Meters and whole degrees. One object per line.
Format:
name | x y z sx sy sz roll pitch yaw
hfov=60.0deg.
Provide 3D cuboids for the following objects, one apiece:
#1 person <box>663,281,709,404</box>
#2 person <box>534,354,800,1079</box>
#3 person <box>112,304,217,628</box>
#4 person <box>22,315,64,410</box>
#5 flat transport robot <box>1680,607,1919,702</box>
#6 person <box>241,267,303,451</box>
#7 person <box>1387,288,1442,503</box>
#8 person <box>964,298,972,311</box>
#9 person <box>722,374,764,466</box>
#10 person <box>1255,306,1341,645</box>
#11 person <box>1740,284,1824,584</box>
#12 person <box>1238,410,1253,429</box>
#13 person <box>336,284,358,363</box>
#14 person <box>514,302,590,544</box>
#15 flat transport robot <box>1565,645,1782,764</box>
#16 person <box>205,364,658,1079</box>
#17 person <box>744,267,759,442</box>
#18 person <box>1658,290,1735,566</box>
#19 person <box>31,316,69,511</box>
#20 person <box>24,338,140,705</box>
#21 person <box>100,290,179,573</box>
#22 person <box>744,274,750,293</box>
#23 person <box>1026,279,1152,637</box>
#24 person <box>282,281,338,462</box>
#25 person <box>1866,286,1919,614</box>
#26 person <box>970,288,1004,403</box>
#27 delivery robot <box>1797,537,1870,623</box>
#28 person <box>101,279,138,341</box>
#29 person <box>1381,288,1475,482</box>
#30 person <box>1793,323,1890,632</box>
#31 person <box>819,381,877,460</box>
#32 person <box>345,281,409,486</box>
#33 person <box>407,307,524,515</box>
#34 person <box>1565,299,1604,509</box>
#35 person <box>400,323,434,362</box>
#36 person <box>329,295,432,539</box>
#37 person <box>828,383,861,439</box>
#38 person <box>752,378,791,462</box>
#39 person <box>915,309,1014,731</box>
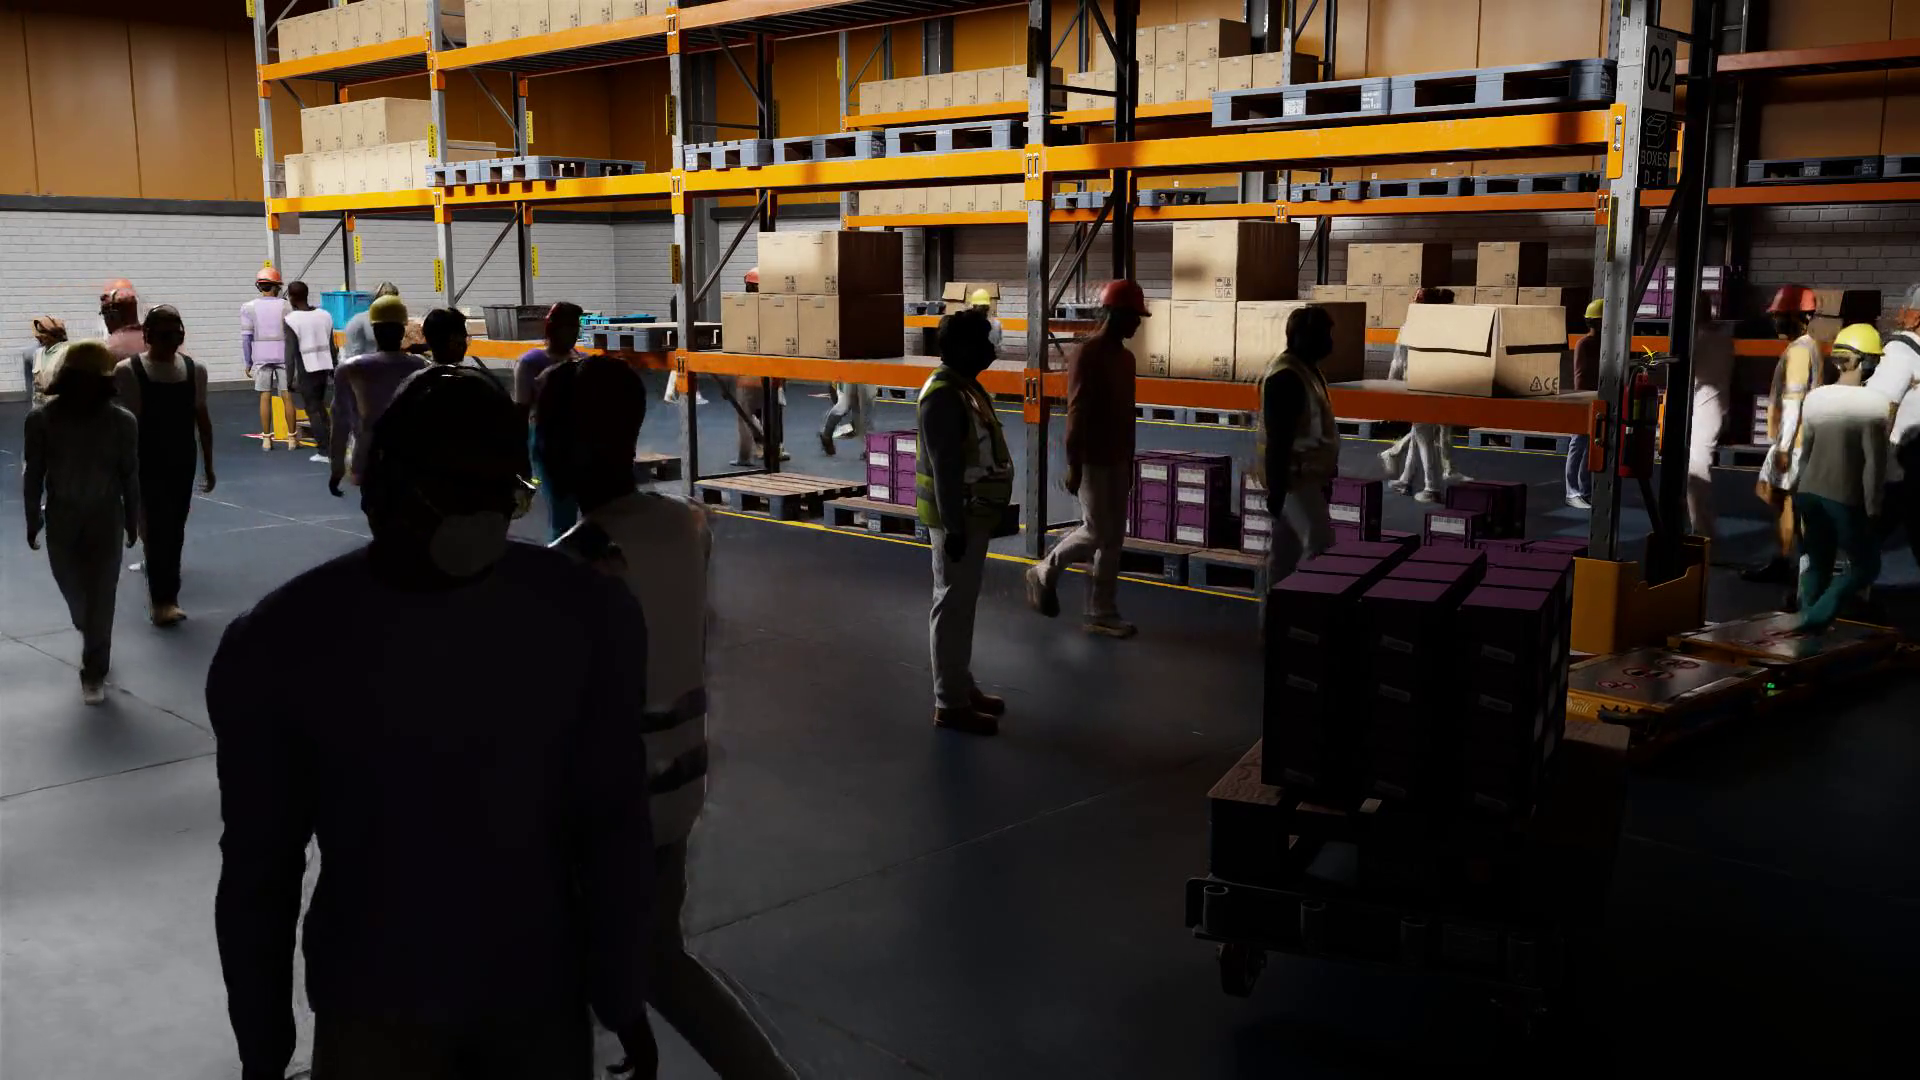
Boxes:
person | -4.126 -2.999 24.853 0.665 1.977 0.550 9 13 43
person | -0.631 0.558 3.357 0.754 1.861 0.596 3 10 20
person | -4.474 -0.418 9.439 0.634 1.819 0.504 8 12 40
person | -8.266 -1.233 15.105 0.500 1.608 0.768 -1 9 -5
flat transport robot | 4.126 0.550 8.249 1.431 0.197 0.652 -7 11 -35
person | -7.648 -2.010 18.533 0.614 2.039 0.384 -3 10 -17
person | 3.973 -1.274 14.582 0.588 1.845 0.887 -5 11 -28
person | 0.189 -2.572 23.263 0.495 1.626 0.285 -4 10 -25
person | -2.167 -1.567 17.060 0.384 1.621 0.538 5 10 27
person | 1.834 -0.305 8.730 0.547 1.824 0.654 4 10 21
person | 5.288 -0.661 10.604 0.423 1.927 0.562 6 11 31
person | 2.464 -1.069 13.238 0.707 1.883 0.675 8 12 41
person | -9.051 -2.923 24.766 0.600 1.831 0.404 2 9 11
person | -2.277 -0.480 9.793 0.624 1.827 0.576 6 11 35
flat transport robot | 3.004 0.697 7.348 1.431 0.197 0.652 -8 12 -41
person | -0.801 0.671 2.567 0.626 1.909 0.907 -5 10 -28
person | -2.373 -2.168 19.507 0.395 2.038 0.614 4 10 23
person | 4.966 -0.772 11.421 0.658 1.881 0.665 8 12 41
person | -7.486 -1.042 13.835 0.523 1.636 0.311 4 10 21
person | -4.192 -0.125 7.994 0.508 1.702 0.821 -4 10 -21
person | -5.499 -0.712 11.050 0.548 1.882 0.659 3 10 19
person | -2.694 -2.494 21.730 0.603 1.967 0.367 -3 10 -18
person | 0.727 -0.455 9.215 0.602 1.970 0.646 7 12 37
person | -6.772 -1.747 17.356 0.453 1.893 0.627 5 10 27
person | 5.434 -0.525 9.430 1.050 2.000 0.692 9 13 43
person | 0.207 -1.963 18.961 0.603 1.809 0.758 -3 10 -15
delivery robot | 4.770 0.226 9.085 0.477 0.478 0.707 5 10 27
person | -9.449 -2.019 19.019 0.573 1.893 0.968 8 12 40
person | 4.490 -1.470 15.832 0.812 1.848 0.540 4 10 26
person | 4.384 -0.207 8.338 0.439 1.752 0.532 -3 10 -18
person | -1.174 -1.794 17.641 0.638 1.910 0.890 -8 12 -40
person | -5.240 -1.355 14.914 0.677 1.915 0.658 8 12 39
person | -2.536 -0.268 8.525 0.516 1.828 0.848 8 12 40
person | 5.369 -1.150 14.104 0.524 1.769 0.315 -9 13 -43
person | -4.431 -0.990 13.689 0.882 1.575 0.512 2 9 13
person | -3.171 -0.417 9.272 0.605 1.880 0.984 -5 11 -30
person | -1.330 -2.179 19.821 0.619 1.966 0.474 -9 13 -43
person | -2.011 -1.629 17.369 0.541 1.640 0.813 -5 10 -26
person | 0.024 -0.092 7.381 0.429 1.847 0.625 1 9 8
